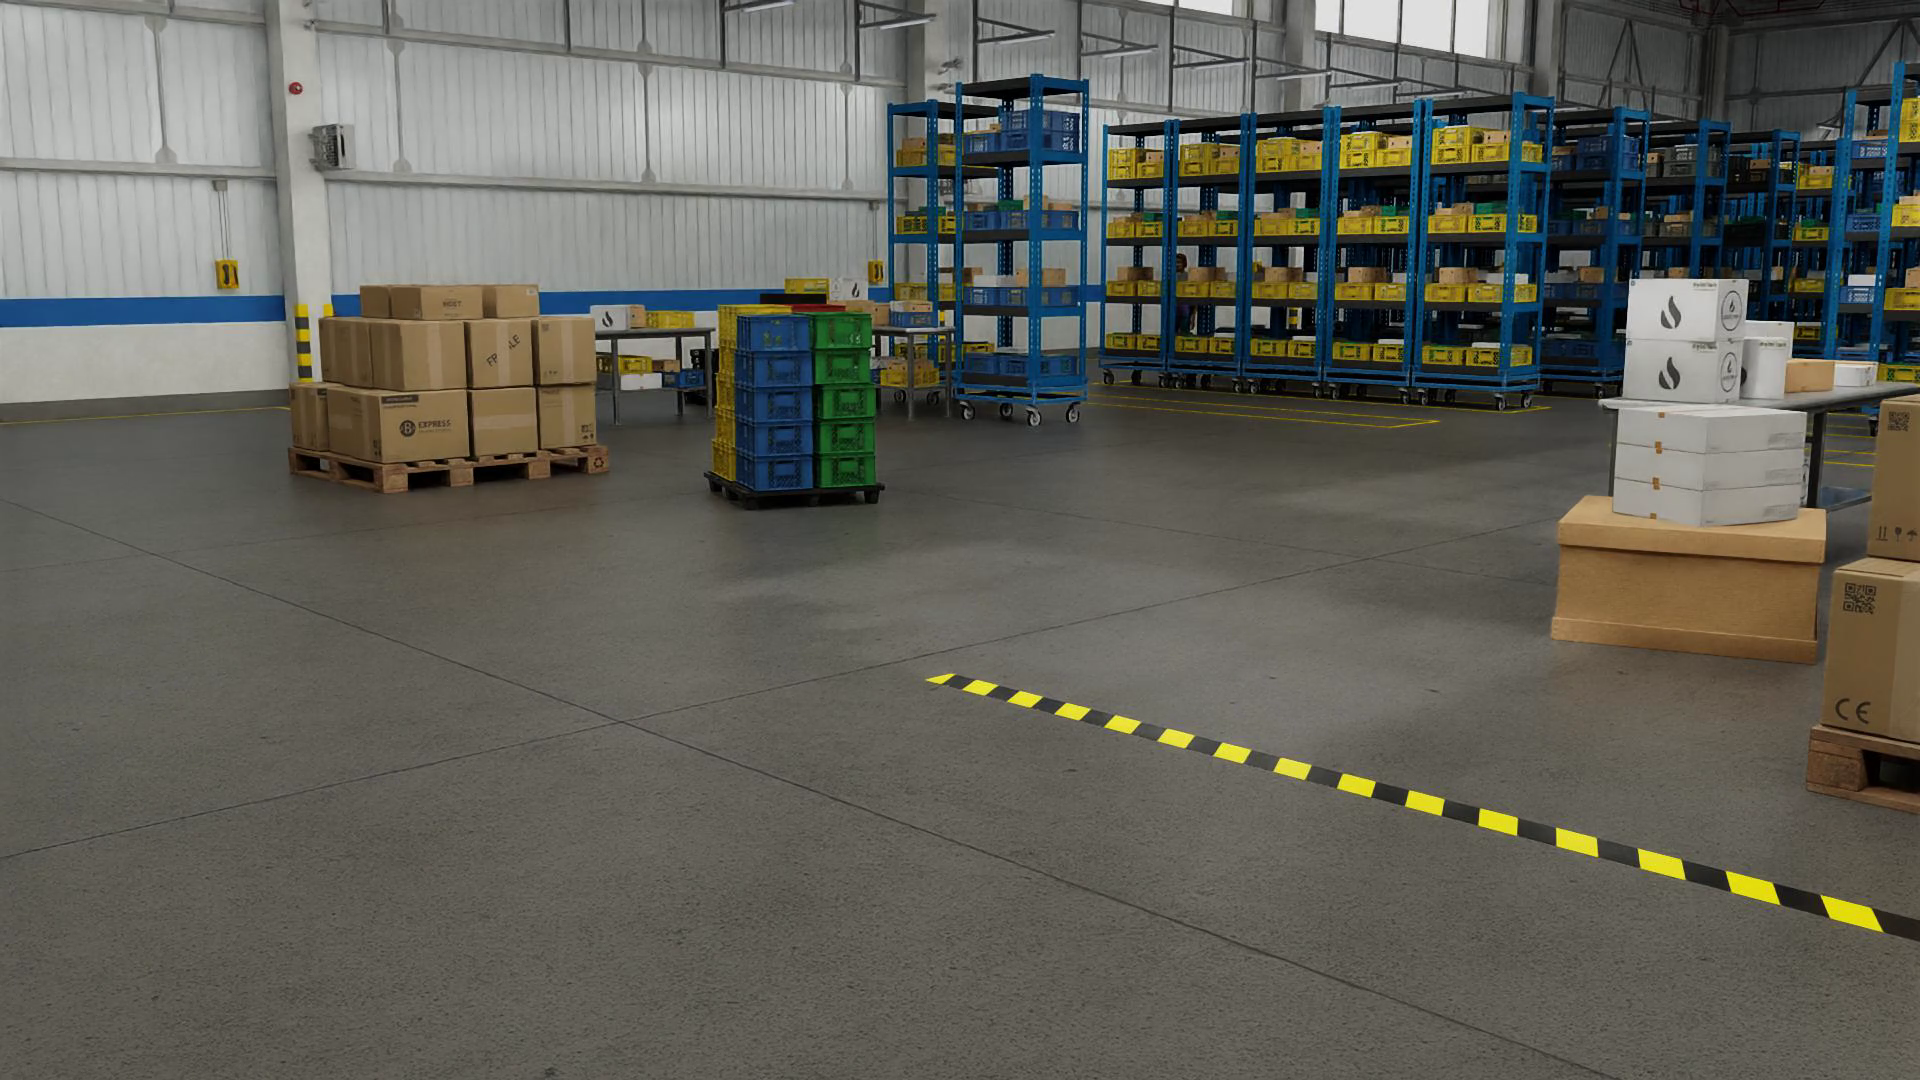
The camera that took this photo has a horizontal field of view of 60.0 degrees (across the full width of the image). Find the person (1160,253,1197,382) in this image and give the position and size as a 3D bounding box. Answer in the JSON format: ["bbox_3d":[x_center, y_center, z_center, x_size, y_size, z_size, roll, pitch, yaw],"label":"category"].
[{"bbox_3d":[3.167,-3.212,24.037,0.569,1.843,0.385,7,12,35],"label":"person"}]
